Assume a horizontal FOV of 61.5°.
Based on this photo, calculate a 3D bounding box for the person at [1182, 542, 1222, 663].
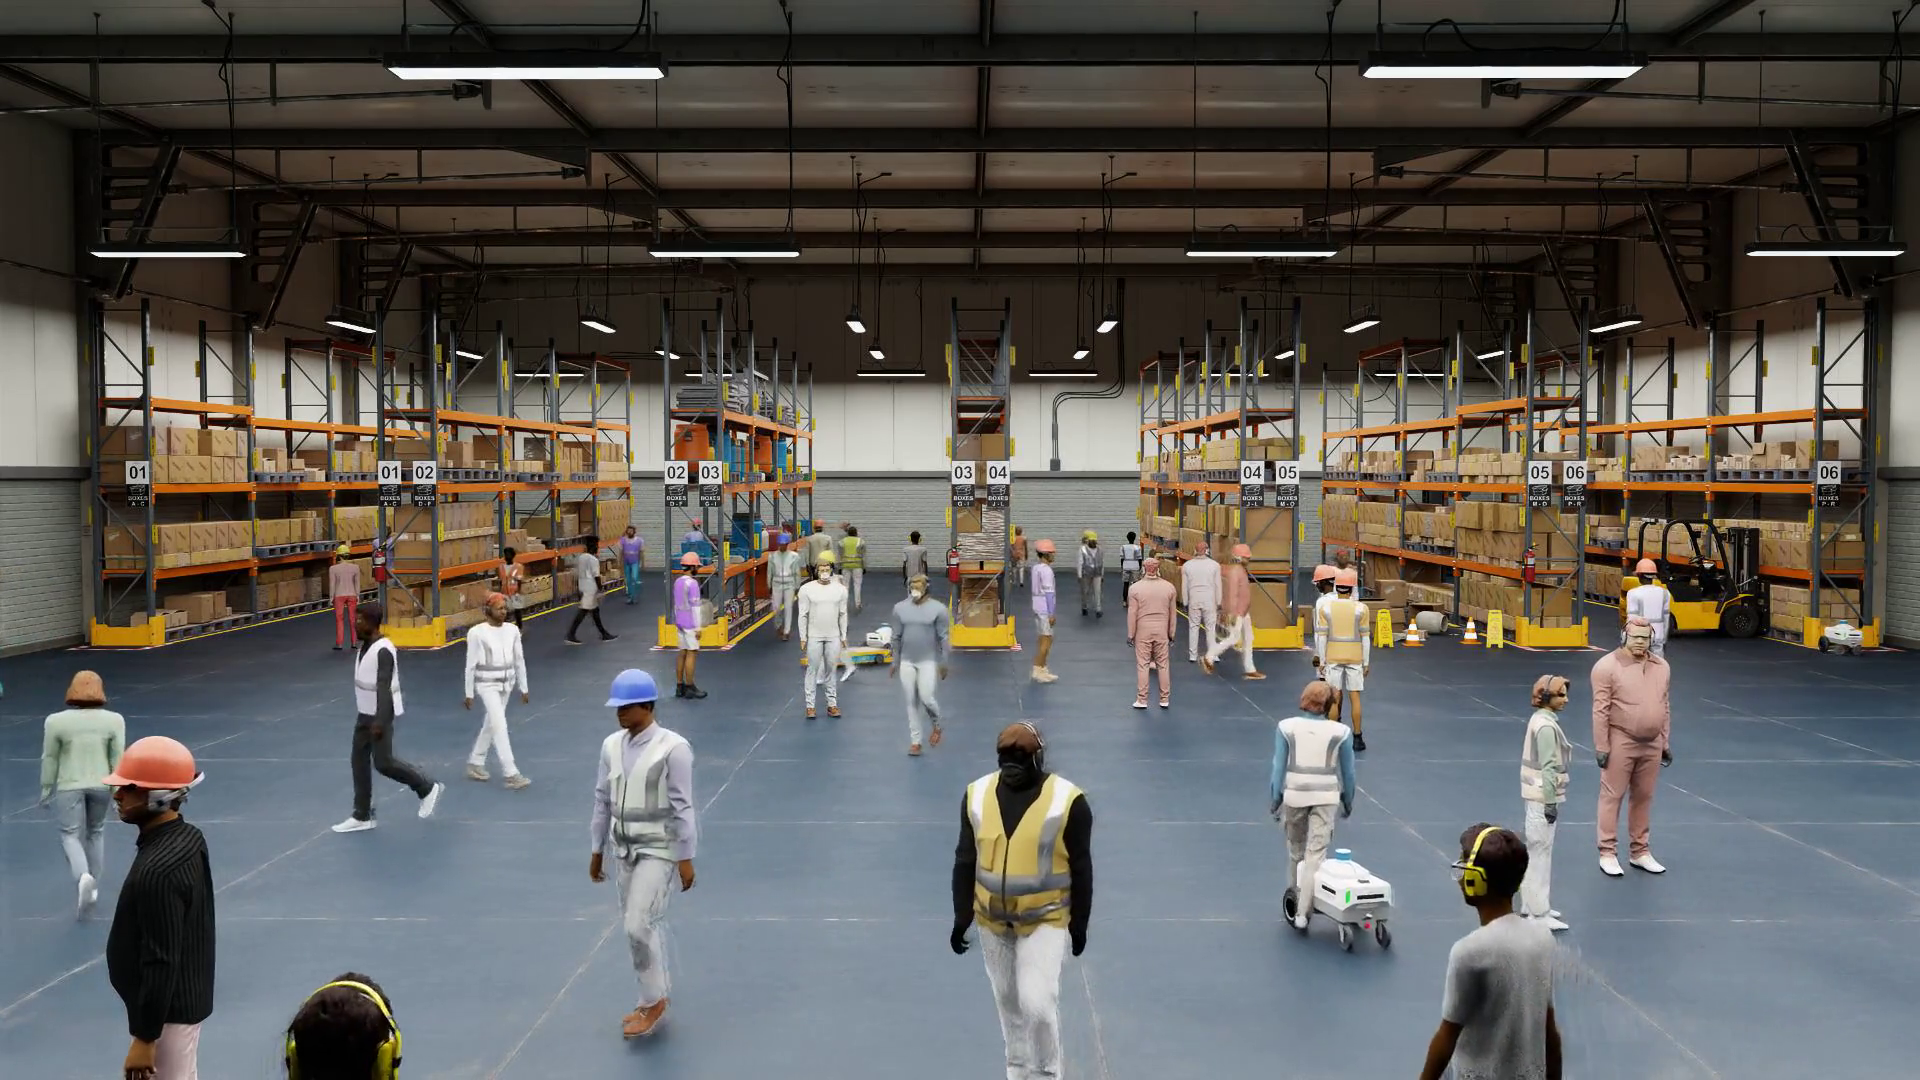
[{"bbox_3d":[3.828,0.980,25.478,0.636,1.902,0.405,1,2,19],"label":"person"}]

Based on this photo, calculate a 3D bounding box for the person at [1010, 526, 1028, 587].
[{"bbox_3d":[1.550,0.438,42.888,0.533,1.601,0.851,0,2,-2],"label":"person"}]

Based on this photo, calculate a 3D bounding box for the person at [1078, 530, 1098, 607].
[{"bbox_3d":[2.862,0.645,35.934,0.489,1.723,0.517,0,2,-7],"label":"person"}]

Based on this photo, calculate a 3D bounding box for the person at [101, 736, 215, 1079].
[{"bbox_3d":[-2.924,1.709,5.908,0.376,1.997,0.612,-1,2,-18],"label":"person"}]

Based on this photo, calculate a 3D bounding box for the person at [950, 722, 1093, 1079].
[{"bbox_3d":[0.257,1.739,7.322,0.623,1.824,0.564,1,3,26],"label":"person"}]

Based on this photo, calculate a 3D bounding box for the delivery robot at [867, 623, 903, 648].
[{"bbox_3d":[-1.200,1.591,26.126,0.477,0.478,0.707,1,3,31],"label":"delivery robot"}]

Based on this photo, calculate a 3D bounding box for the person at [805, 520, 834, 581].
[{"bbox_3d":[-3.173,0.523,36.517,0.623,1.950,0.998,0,2,7],"label":"person"}]

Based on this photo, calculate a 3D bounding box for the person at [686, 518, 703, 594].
[{"bbox_3d":[-6.417,0.424,39.490,0.574,1.891,0.948,0,2,-1],"label":"person"}]

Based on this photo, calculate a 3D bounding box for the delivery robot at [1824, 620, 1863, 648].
[{"bbox_3d":[14.607,1.569,26.684,0.477,0.478,0.707,0,2,2],"label":"delivery robot"}]

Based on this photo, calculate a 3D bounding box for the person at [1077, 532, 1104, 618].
[{"bbox_3d":[2.719,0.712,33.659,0.608,1.789,0.934,-1,2,-13],"label":"person"}]

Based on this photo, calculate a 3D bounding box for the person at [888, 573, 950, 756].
[{"bbox_3d":[-0.438,1.303,17.055,0.633,1.924,0.463,1,2,21],"label":"person"}]

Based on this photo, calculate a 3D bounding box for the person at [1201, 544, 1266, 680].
[{"bbox_3d":[3.965,1.032,23.394,0.855,1.970,0.629,1,2,24],"label":"person"}]

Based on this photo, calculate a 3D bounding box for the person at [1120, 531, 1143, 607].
[{"bbox_3d":[3.832,0.659,36.051,0.540,1.698,0.316,1,3,30],"label":"person"}]

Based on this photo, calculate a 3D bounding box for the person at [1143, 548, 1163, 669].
[{"bbox_3d":[2.960,1.038,24.724,0.345,1.842,0.505,1,2,19],"label":"person"}]

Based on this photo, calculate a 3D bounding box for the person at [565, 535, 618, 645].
[{"bbox_3d":[-6.457,0.866,28.171,1.023,1.916,0.617,-2,3,-37],"label":"person"}]

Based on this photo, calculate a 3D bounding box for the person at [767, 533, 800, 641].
[{"bbox_3d":[-3.138,0.832,28.754,0.605,1.932,0.431,0,2,1],"label":"person"}]

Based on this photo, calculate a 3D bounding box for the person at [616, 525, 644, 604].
[{"bbox_3d":[-7.565,0.566,36.951,0.595,1.817,0.755,0,2,7],"label":"person"}]

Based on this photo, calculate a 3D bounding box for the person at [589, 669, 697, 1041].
[{"bbox_3d":[-1.718,1.641,8.479,0.642,1.923,0.607,2,3,36],"label":"person"}]

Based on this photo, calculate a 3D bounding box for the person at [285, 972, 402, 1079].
[{"bbox_3d":[-1.320,1.868,3.527,0.547,1.862,0.401,0,2,0],"label":"person"}]

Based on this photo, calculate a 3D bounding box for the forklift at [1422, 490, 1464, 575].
[{"bbox_3d":[13.926,-0.371,47.846,1.873,2.768,1.129,0,2,0],"label":"forklift"}]

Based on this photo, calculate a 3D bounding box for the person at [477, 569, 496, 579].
[{"bbox_3d":[-10.856,0.448,37.066,0.615,2.042,0.374,0,2,-1],"label":"person"}]

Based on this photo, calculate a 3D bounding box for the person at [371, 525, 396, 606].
[{"bbox_3d":[-11.992,0.632,33.736,0.630,1.940,0.372,0,2,6],"label":"person"}]

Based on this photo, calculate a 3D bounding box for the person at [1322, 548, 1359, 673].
[{"bbox_3d":[5.682,1.047,24.121,0.609,1.871,0.451,-1,2,-20],"label":"person"}]

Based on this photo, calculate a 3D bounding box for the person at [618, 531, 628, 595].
[{"bbox_3d":[-8.221,0.551,39.962,0.494,1.602,0.815,0,2,-1],"label":"person"}]

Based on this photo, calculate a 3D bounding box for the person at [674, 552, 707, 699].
[{"bbox_3d":[-3.573,1.123,21.436,0.378,1.932,0.551,-2,3,-37],"label":"person"}]

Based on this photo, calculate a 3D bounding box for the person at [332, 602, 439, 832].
[{"bbox_3d":[-4.810,1.456,13.507,0.780,1.900,0.589,-2,3,-40],"label":"person"}]

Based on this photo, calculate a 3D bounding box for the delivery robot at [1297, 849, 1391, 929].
[{"bbox_3d":[2.444,2.220,10.306,0.477,0.478,0.707,-1,2,-15],"label":"delivery robot"}]

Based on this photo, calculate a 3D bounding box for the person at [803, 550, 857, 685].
[{"bbox_3d":[-1.839,1.092,22.830,0.689,1.936,0.607,-1,2,-13],"label":"person"}]

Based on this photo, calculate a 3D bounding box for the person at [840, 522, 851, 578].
[{"bbox_3d":[-3.150,0.303,46.144,0.670,1.606,0.520,1,2,16],"label":"person"}]

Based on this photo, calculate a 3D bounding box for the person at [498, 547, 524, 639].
[{"bbox_3d":[-8.023,0.967,28.659,0.541,1.660,0.816,1,2,13],"label":"person"}]

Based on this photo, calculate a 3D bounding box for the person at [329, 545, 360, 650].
[{"bbox_3d":[-10.438,0.968,27.382,0.533,1.772,0.297,-2,3,-41],"label":"person"}]

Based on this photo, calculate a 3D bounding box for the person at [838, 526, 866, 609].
[{"bbox_3d":[-2.383,0.610,35.689,0.642,1.835,0.429,0,2,6],"label":"person"}]

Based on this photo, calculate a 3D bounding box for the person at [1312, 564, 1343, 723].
[{"bbox_3d":[4.181,1.244,18.430,0.365,1.932,0.543,2,3,39],"label":"person"}]

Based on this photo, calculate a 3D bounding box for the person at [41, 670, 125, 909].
[{"bbox_3d":[-5.934,1.696,10.966,0.500,1.614,0.662,-2,3,-38],"label":"person"}]

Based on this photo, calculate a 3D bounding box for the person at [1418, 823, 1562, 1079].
[{"bbox_3d":[1.706,1.830,5.225,0.498,1.814,1.006,-2,3,-44],"label":"person"}]

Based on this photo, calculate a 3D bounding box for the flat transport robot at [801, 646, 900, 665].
[{"bbox_3d":[-1.701,1.815,25.175,1.431,0.197,0.652,-2,3,-39],"label":"flat transport robot"}]

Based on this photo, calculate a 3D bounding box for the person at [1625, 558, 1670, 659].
[{"bbox_3d":[8.356,1.192,19.663,0.551,1.935,0.373,0,2,-6],"label":"person"}]

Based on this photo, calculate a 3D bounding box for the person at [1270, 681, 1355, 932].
[{"bbox_3d":[2.329,1.718,10.637,0.530,1.585,0.878,1,2,19],"label":"person"}]

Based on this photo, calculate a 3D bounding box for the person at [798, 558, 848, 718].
[{"bbox_3d":[-1.664,1.191,19.691,0.628,1.940,0.373,-1,2,-21],"label":"person"}]

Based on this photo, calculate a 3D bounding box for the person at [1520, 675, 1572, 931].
[{"bbox_3d":[3.836,1.701,10.585,0.314,1.636,0.516,1,2,14],"label":"person"}]

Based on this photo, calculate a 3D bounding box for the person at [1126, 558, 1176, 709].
[{"bbox_3d":[2.408,1.178,20.410,0.652,1.906,0.402,0,2,-12],"label":"person"}]

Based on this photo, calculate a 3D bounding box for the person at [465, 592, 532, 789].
[{"bbox_3d":[-4.438,1.413,15.433,0.976,1.838,0.593,2,3,35],"label":"person"}]

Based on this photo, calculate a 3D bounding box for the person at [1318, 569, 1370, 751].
[{"bbox_3d":[4.133,1.282,17.366,0.542,1.939,0.364,1,2,17],"label":"person"}]

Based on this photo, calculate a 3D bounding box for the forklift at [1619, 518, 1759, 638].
[{"bbox_3d":[13.417,0.684,29.791,2.313,2.155,1.214,0,2,0],"label":"forklift"}]

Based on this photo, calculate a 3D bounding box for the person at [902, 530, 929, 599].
[{"bbox_3d":[-0.875,0.746,31.720,0.528,1.871,0.323,0,2,3],"label":"person"}]

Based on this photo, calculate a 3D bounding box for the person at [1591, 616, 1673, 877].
[{"bbox_3d":[5.001,1.515,11.958,0.642,1.905,0.399,-1,2,-14],"label":"person"}]

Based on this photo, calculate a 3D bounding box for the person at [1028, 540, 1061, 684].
[{"bbox_3d":[1.216,1.018,23.088,0.535,2.032,0.622,-1,2,-17],"label":"person"}]
